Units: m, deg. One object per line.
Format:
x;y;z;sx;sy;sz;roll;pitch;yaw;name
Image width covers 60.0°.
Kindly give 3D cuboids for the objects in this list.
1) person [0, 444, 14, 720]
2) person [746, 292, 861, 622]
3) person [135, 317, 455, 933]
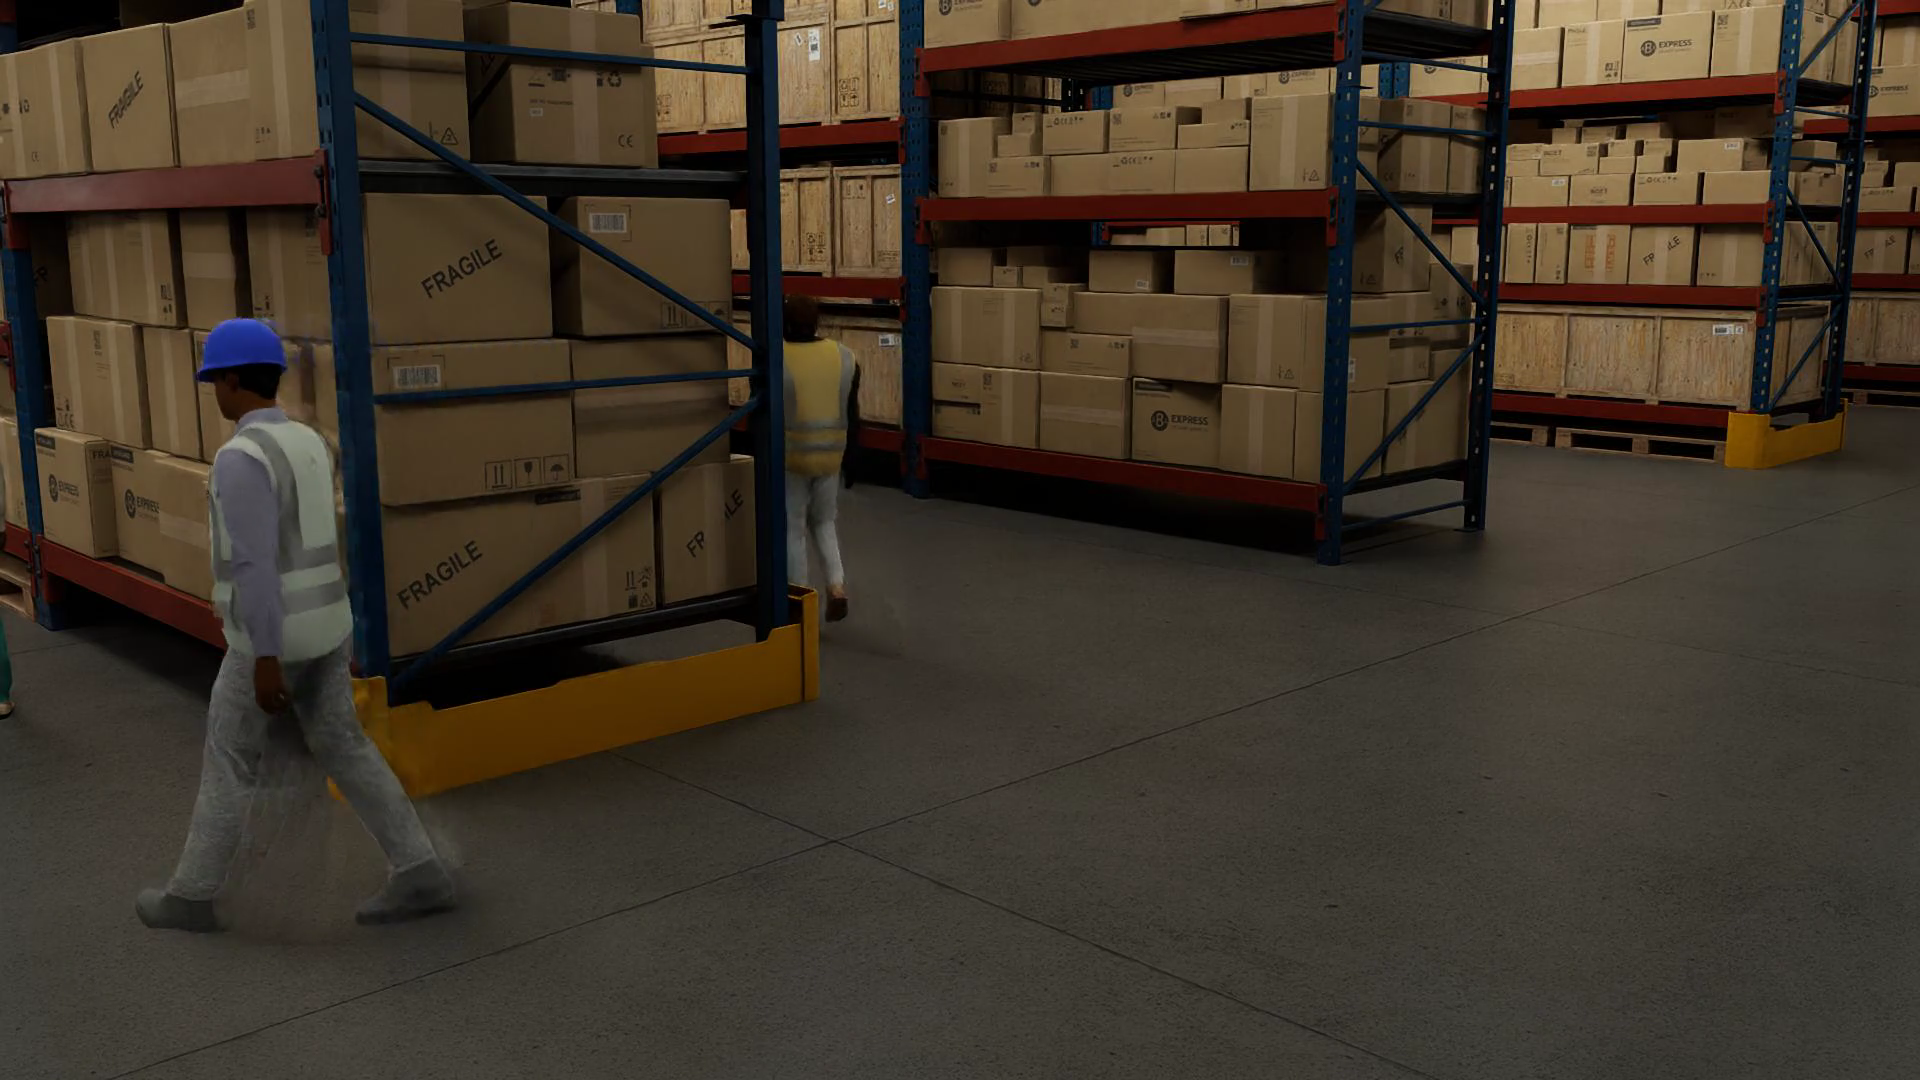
-4.412;-0.056;7.201;0.525;1.769;0.309;-9;14;-42;person
-0.847;-0.405;8.916;0.648;1.833;0.436;-6;12;-30;person
-2.056;0.272;5.105;0.968;1.889;0.639;0;10;2;person
